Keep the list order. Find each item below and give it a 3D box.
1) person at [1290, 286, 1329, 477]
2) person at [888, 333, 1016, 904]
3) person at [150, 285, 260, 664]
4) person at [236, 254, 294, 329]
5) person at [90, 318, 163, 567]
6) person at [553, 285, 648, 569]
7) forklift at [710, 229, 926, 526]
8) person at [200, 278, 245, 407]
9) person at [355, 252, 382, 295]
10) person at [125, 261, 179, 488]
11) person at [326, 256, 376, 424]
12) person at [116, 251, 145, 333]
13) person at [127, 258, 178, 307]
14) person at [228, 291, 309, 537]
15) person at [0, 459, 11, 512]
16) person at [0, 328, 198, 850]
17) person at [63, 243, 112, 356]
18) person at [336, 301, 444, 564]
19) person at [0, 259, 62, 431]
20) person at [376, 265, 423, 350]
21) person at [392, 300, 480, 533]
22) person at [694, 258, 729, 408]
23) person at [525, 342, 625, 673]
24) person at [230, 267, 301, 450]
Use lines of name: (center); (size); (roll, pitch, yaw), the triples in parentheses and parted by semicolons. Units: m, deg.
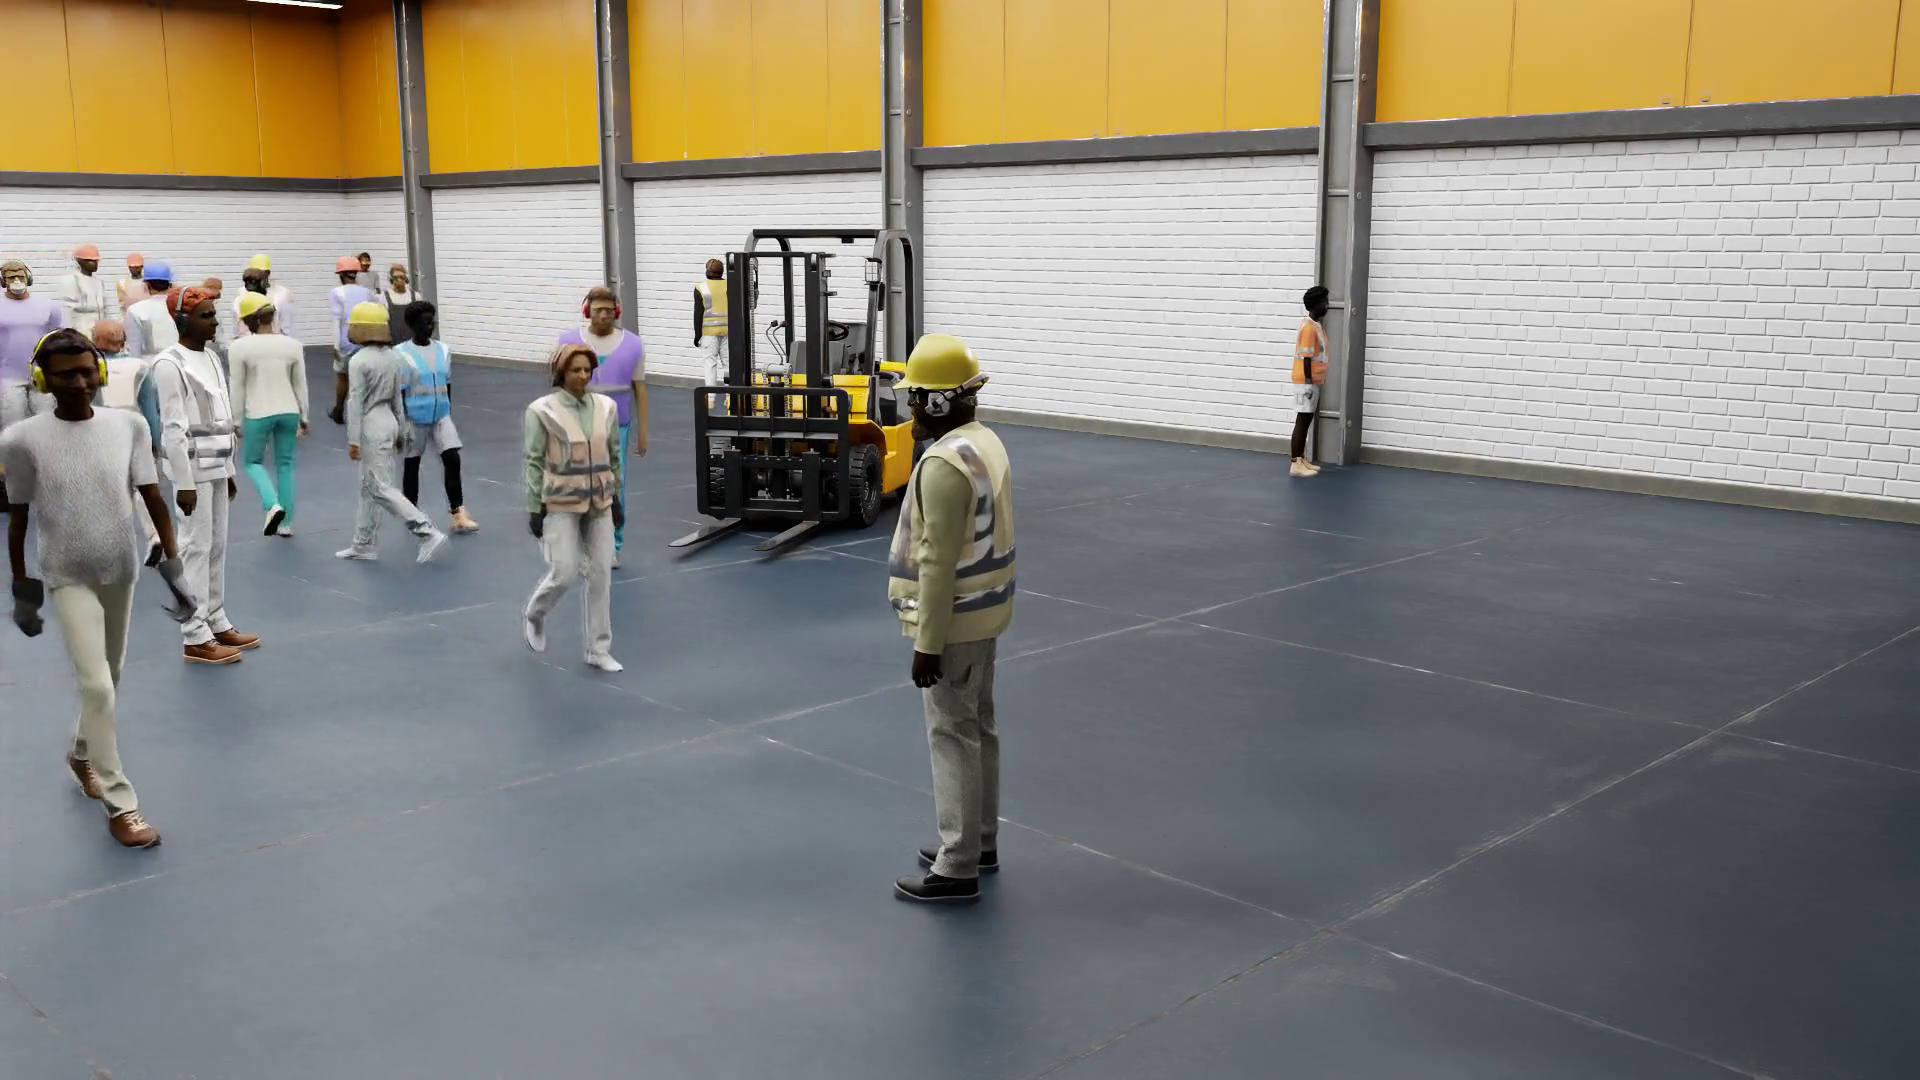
person: (3.108, -1.407, 14.782); (0.321, 1.690, 0.529); (3, 11, 18)
person: (-0.029, 0.252, 5.373); (0.403, 1.824, 0.592); (2, 11, 13)
person: (-3.800, -0.326, 8.352); (0.349, 1.882, 0.584); (-1, 10, -4)
person: (-7.537, -2.132, 18.081); (0.585, 1.928, 0.368); (-4, 11, -19)
person: (-5.417, -0.624, 10.748); (0.757, 1.612, 0.532); (10, 14, 42)
person: (-2.304, -0.720, 10.654); (0.614, 1.820, 0.475); (-3, 11, -14)
forklift: (-1.050, -1.319, 12.920); (1.214, 2.155, 2.313); (2, 11, 13)
person: (-9.005, -2.404, 20.409); (0.582, 1.610, 0.548); (-4, 11, -22)
person: (-9.731, -3.795, 27.371); (0.506, 1.846, 0.579); (-10, 14, -43)
person: (-6.644, -1.357, 13.875); (0.637, 1.908, 0.932); (-10, 14, -42)
person: (-6.794, -2.201, 18.543); (0.568, 1.887, 0.978); (-10, 14, -44)
person: (-11.255, -3.004, 22.887); (0.553, 1.919, 0.703); (-3, 11, -16)
person: (-8.412, -2.030, 17.650); (0.666, 1.877, 0.800); (-8, 13, -39)
person: (-4.838, -0.870, 11.696); (0.537, 1.742, 0.440); (-9, 14, -40)
person: (-7.708, -1.142, 12.782); (0.970, 1.903, 0.537); (6, 12, 31)
person: (-3.152, 0.137, 6.030); (0.963, 1.825, 0.522); (8, 13, 39)
person: (-10.460, -2.546, 20.060); (0.424, 2.028, 0.644); (2, 11, 12)
person: (-3.744, -0.692, 10.805); (0.796, 1.712, 0.494); (2, 11, 12)
person: (-7.588, -1.297, 13.497); (0.635, 1.939, 0.366); (-9, 14, -40)
person: (-6.256, -2.174, 18.663); (0.529, 1.792, 0.953); (-6, 12, -28)
person: (-3.746, -0.854, 11.800); (0.758, 1.660, 0.542); (8, 13, 39)
person: (-3.017, -2.554, 20.606); (0.633, 1.846, 0.429); (-7, 12, -32)
person: (-1.904, -0.161, 8.170); (0.507, 1.626, 0.520); (10, 14, 44)
person: (-6.890, -1.796, 16.531); (0.629, 1.831, 0.610); (0, 10, 3)
